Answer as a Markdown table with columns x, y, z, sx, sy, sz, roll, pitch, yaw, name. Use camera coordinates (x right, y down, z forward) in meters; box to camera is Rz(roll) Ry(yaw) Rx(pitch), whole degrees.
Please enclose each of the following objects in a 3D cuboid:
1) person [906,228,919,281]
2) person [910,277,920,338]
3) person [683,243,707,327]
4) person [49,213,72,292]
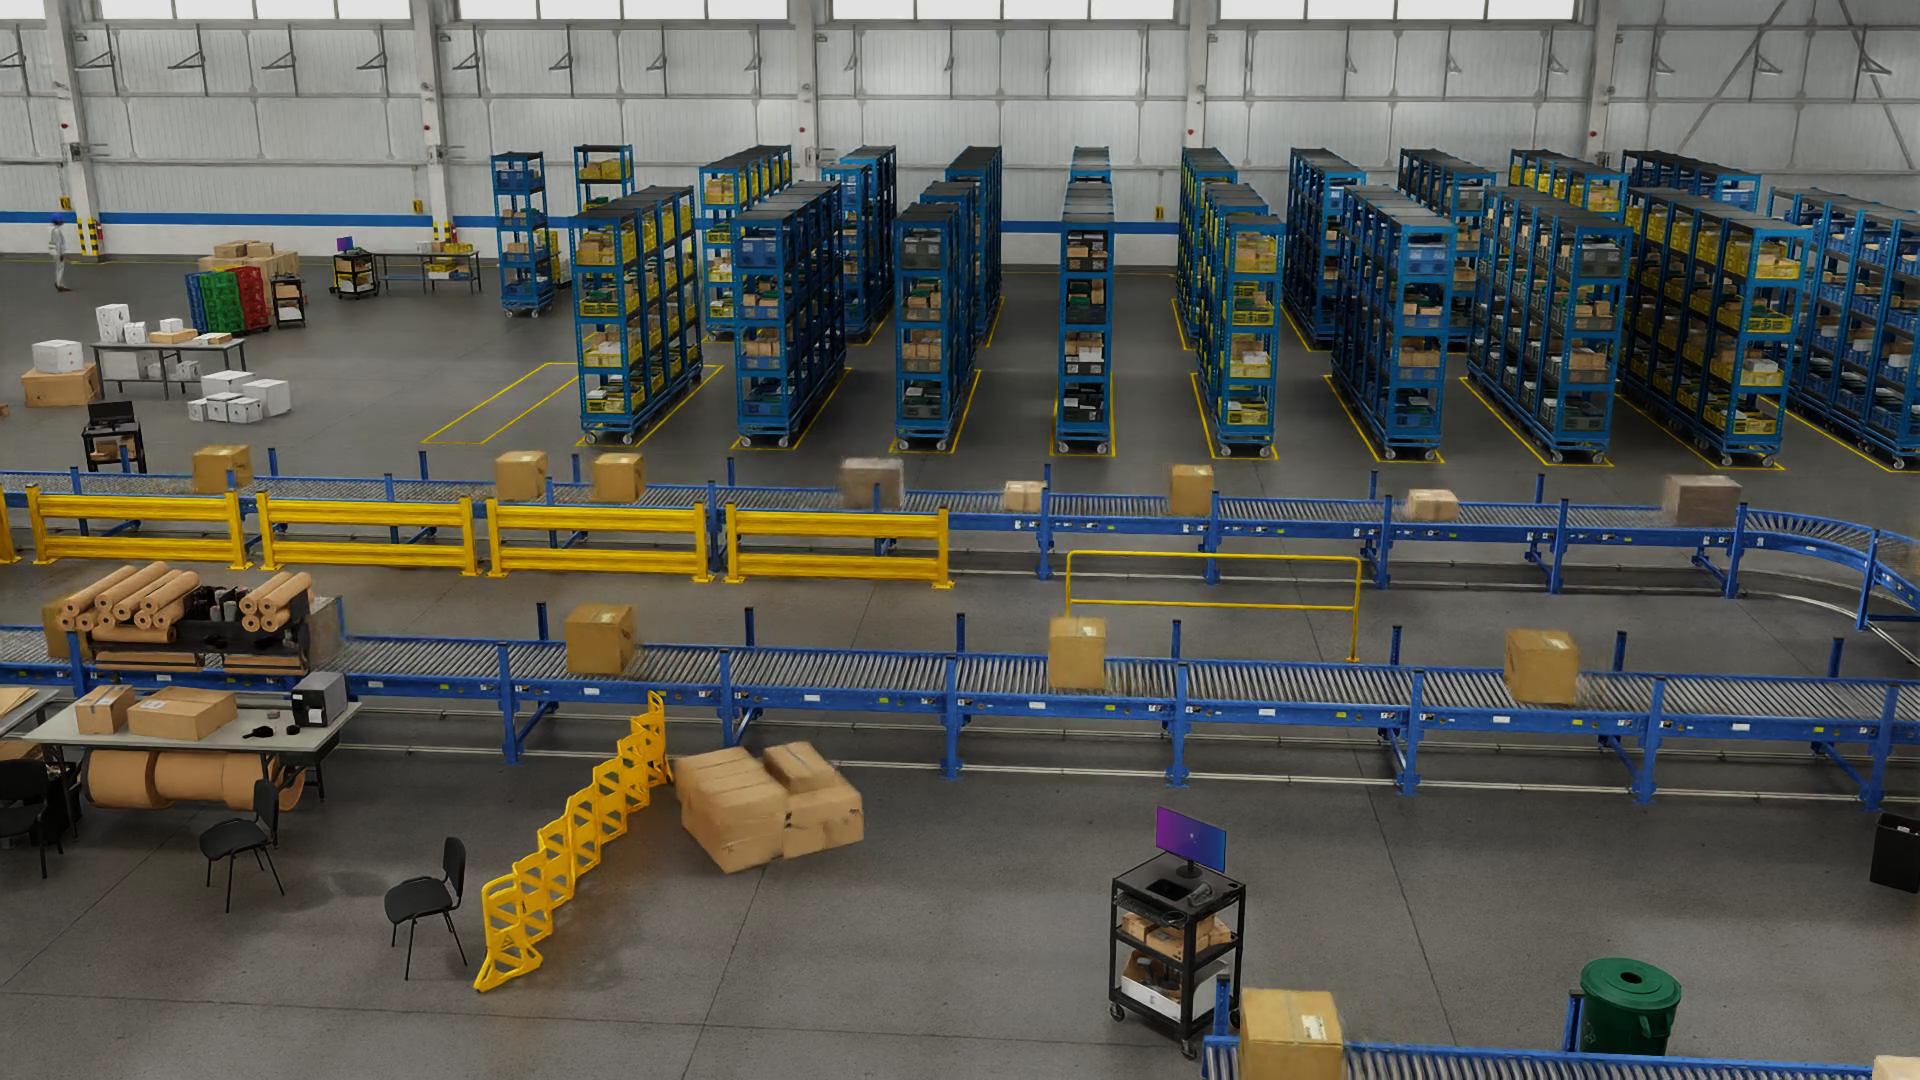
| x | y | z | sx | sy | sz | roll | pitch | yaw | name |
| --- | --- | --- | --- | --- | --- | --- | --- | --- | --- |
| -1.332 | -7.415 | 42.150 | 0.826 | 1.805 | 0.580 | 0 | 17 | 1 | person |
| -0.721 | -4.307 | 31.960 | 0.395 | 1.993 | 0.614 | 16 | 24 | 41 | person |
| -5.802 | -5.540 | 36.158 | 0.605 | 1.816 | 0.426 | -2 | 18 | -5 | person |
| -22.072 | -7.054 | 40.786 | 0.478 | 1.924 | 0.634 | -12 | 21 | -32 | person |
